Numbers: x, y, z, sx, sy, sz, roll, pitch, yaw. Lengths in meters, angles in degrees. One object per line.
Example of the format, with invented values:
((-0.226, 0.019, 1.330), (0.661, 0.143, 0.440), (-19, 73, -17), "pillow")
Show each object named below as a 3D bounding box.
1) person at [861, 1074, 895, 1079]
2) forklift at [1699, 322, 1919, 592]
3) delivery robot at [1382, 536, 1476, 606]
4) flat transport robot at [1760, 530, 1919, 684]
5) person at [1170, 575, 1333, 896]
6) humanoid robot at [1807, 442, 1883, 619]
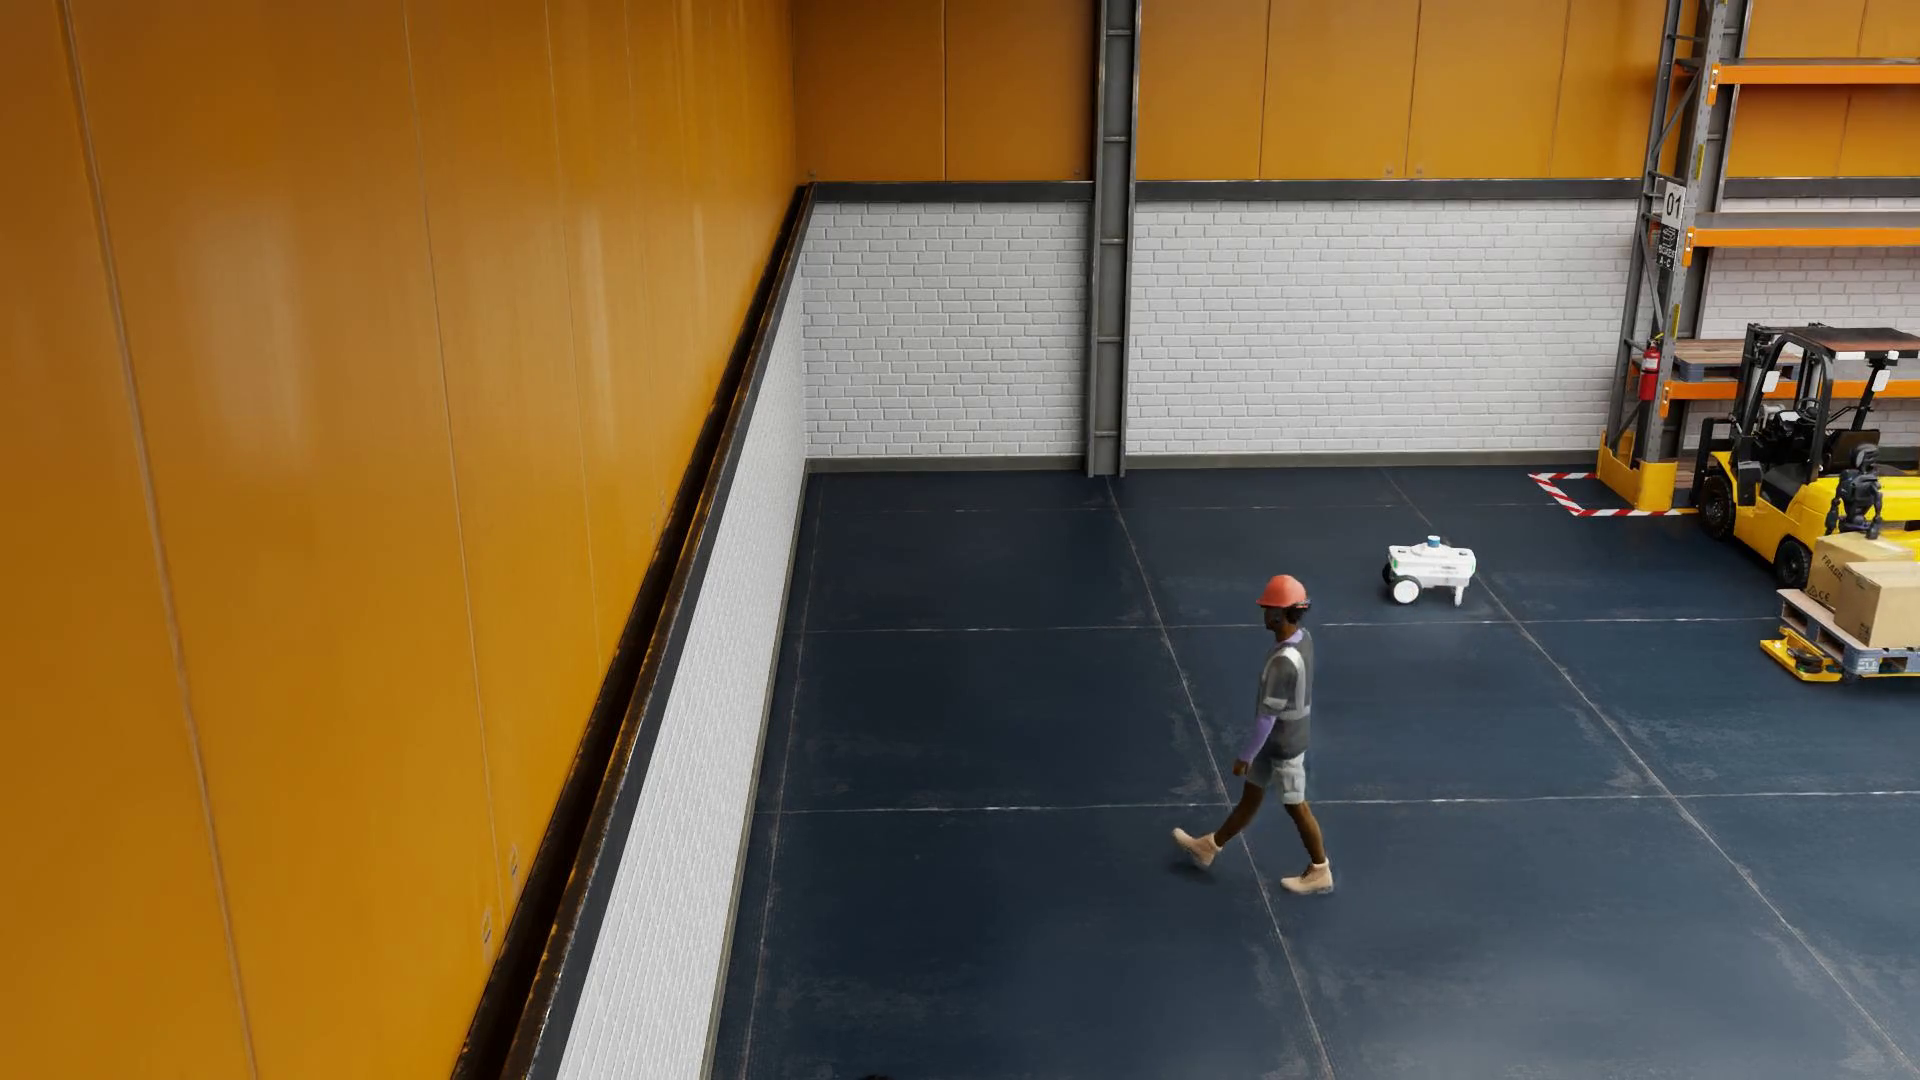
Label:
((-0.280, 2.702, 6.163), (0.322, 1.697, 0.531), (-6, 21, -16), "person")
((7.809, -0.792, 14.926), (1.214, 2.155, 2.313), (-1, 20, -2), "forklift")
((4.049, 0.268, 14.437), (0.784, 0.612, 0.520), (2, 20, 6), "delivery robot")
((7.184, 0.894, 13.130), (1.431, 0.231, 0.659), (-1, 20, -3), "flat transport robot")
((1.807, 1.168, 9.917), (1.011, 1.973, 0.608), (4, 21, 11), "person")
((7.201, 0.010, 13.487), (0.373, 1.654, 0.608), (-3, 20, -8), "humanoid robot")
